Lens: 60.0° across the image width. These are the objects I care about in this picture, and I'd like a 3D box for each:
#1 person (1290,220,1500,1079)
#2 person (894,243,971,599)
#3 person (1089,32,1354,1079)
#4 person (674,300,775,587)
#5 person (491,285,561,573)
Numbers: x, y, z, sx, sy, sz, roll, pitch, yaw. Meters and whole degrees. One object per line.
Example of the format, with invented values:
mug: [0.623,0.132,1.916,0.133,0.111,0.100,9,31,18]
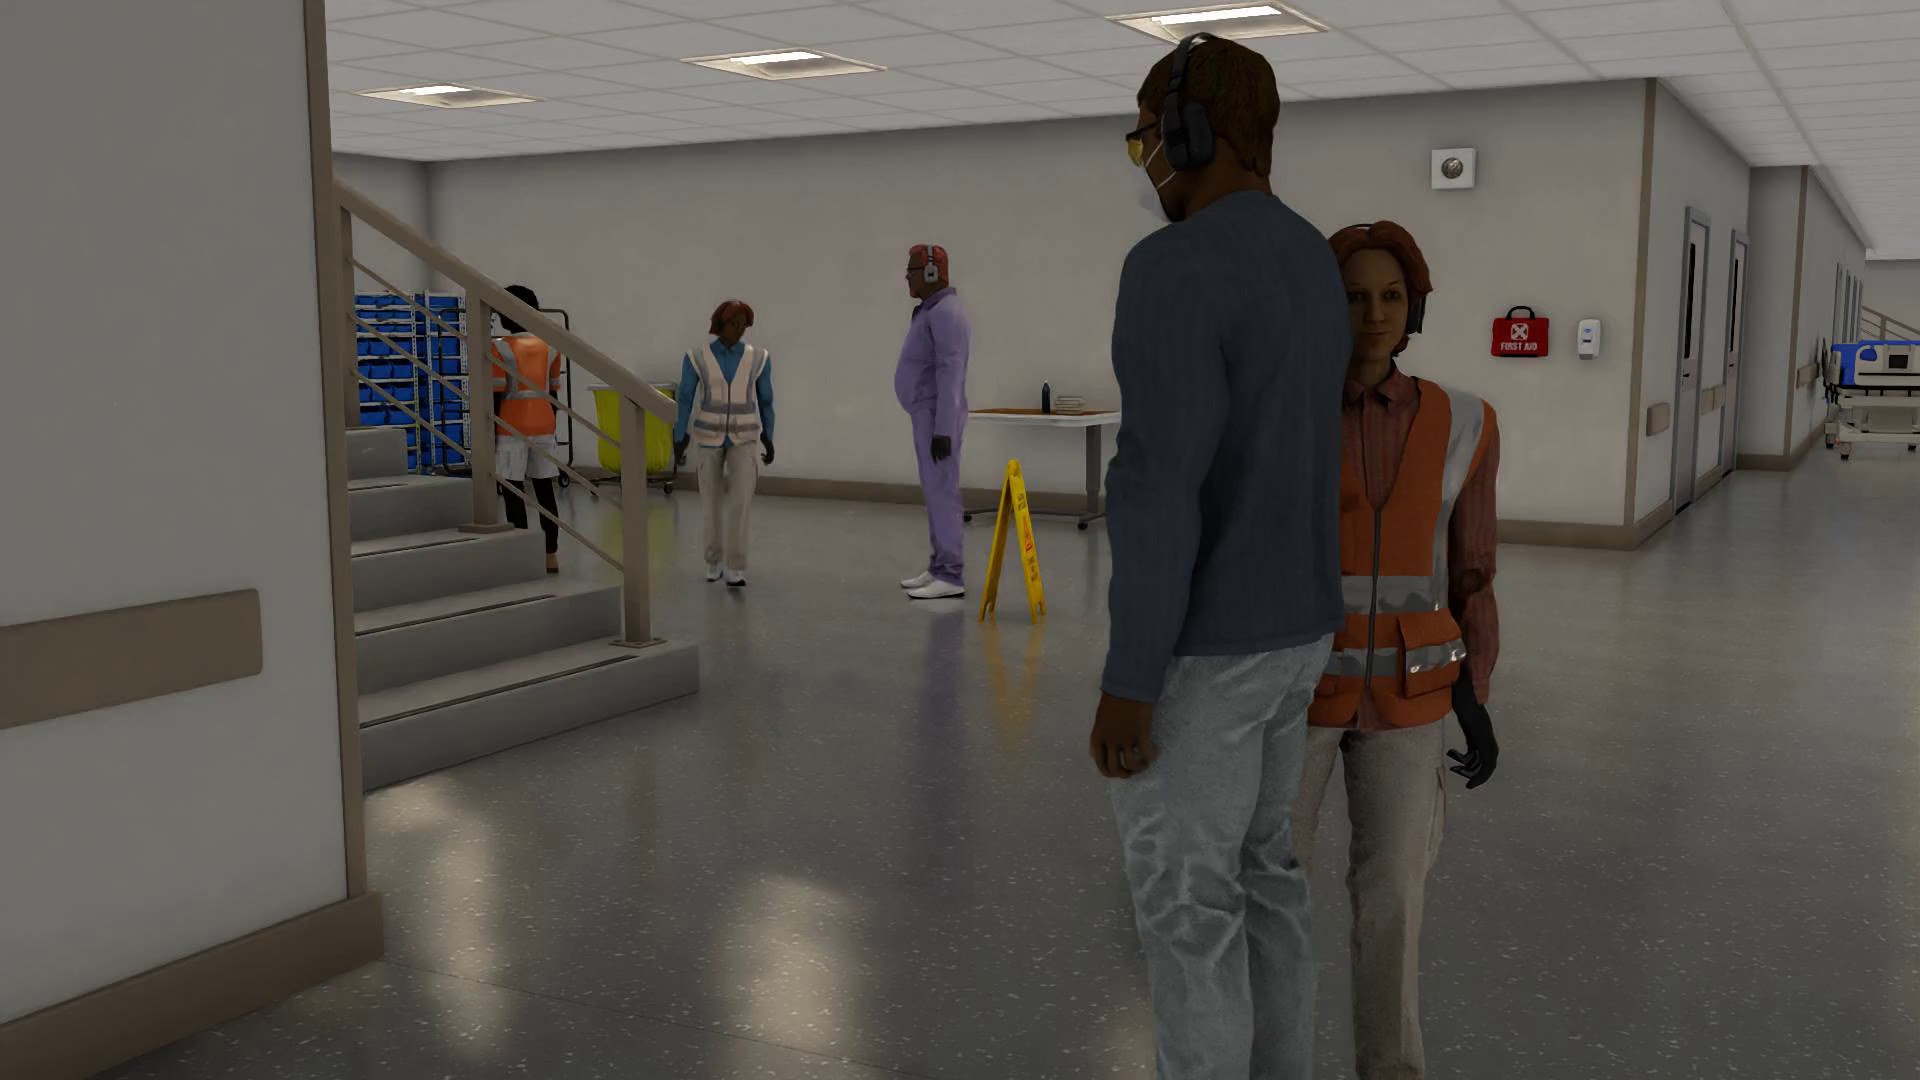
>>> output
person: [0.663,0.291,2.844,0.514,1.641,0.309,0,7,-3]
person: [-0.154,-0.641,9.004,0.401,1.905,0.652,-1,7,-8]
person: [0.412,0.176,2.659,0.386,1.927,0.636,5,9,32]
person: [-1.309,-0.530,9.291,0.565,1.591,0.805,-1,8,-10]
person: [-2.545,-0.626,9.670,0.316,1.699,0.540,5,9,35]
